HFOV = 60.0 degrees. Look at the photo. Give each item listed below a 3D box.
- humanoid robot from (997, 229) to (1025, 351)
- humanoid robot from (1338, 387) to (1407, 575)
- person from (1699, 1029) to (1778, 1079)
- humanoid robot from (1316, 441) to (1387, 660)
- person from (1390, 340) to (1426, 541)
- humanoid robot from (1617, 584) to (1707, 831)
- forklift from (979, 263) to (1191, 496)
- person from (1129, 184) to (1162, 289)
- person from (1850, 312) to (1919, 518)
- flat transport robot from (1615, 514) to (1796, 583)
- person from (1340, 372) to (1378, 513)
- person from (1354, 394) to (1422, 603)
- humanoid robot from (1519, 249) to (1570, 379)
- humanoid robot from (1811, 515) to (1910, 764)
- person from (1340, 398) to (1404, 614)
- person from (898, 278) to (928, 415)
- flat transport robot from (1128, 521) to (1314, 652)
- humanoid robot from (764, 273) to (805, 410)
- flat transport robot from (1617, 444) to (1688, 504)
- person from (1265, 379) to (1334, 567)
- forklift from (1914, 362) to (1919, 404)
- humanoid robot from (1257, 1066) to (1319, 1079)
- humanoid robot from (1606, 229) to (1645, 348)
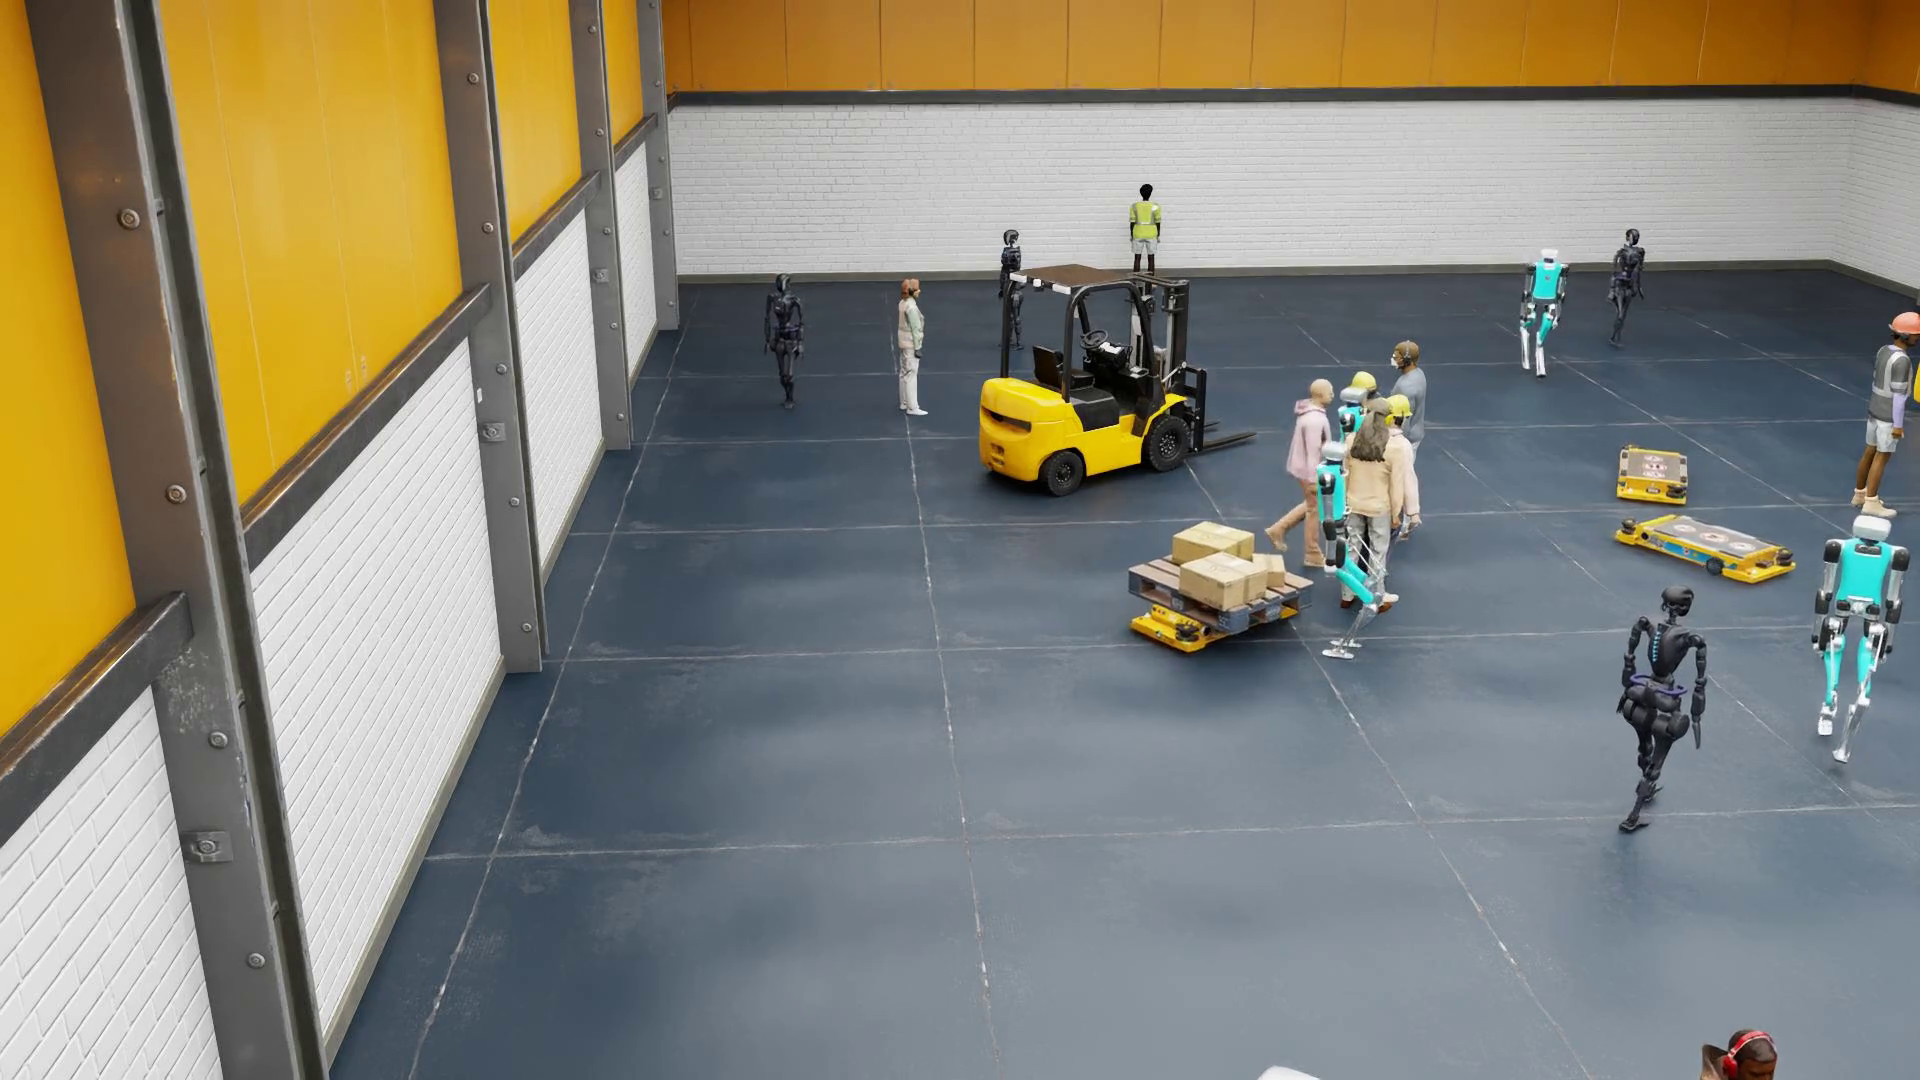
[{"bbox_3d":[0.717,-3.465,23.004,0.315,1.657,0.599,-8,22,-20],"label":"humanoid robot"},{"bbox_3d":[3.707,-0.451,14.767,0.803,1.783,0.547,8,22,20],"label":"humanoid robot"},{"bbox_3d":[2.975,2.600,6.550,0.456,1.644,0.309,-4,21,-11],"label":"person"},{"bbox_3d":[3.139,0.091,13.211,0.705,1.746,0.530,7,21,18],"label":"humanoid robot"},{"bbox_3d":[4.214,-0.945,15.801,0.368,1.931,0.628,7,21,19],"label":"person"},{"bbox_3d":[4.562,1.051,10.746,0.692,1.633,0.609,-14,24,-33],"label":"humanoid robot"},{"bbox_3d":[1.315,-1.764,17.646,2.313,2.155,1.214,-14,24,-33],"label":"forklift"},{"bbox_3d":[2.997,-4.915,26.942,0.531,1.697,0.320,5,21,13],"label":"person"},{"bbox_3d":[9.191,-1.244,16.446,0.369,2.044,0.606,3,20,7],"label":"person"},{"bbox_3d":[6.925,0.055,15.476,0.659,0.231,1.431,-13,24,-31],"label":"flat transport robot"},{"bbox_3d":[3.684,-0.685,15.339,0.530,1.760,0.339,-9,22,-24],"label":"person"},{"bbox_3d":[3.606,-0.343,14.266,0.435,1.855,0.810,-12,23,-29],"label":"person"},{"bbox_3d":[7.484,-2.940,21.515,0.541,1.731,1.010,3,20,8],"label":"humanoid robot"},{"bbox_3d":[6.162,0.754,11.477,0.535,1.750,1.012,9,22,23],"label":"humanoid robot"},{"bbox_3d":[3.462,-0.284,14.073,0.554,1.876,0.393,15,25,35],"label":"person"},{"bbox_3d":[-0.592,-2.317,19.947,0.306,1.640,0.510,-7,21,-17],"label":"person"},{"bbox_3d":[2.176,0.594,14.010,1.431,0.231,0.659,-15,25,-36],"label":"flat transport robot"},{"bbox_3d":[-2.134,-2.417,20.174,0.584,1.639,0.502,9,22,23],"label":"humanoid robot"},{"bbox_3d":[7.289,-0.691,17.510,0.659,0.231,1.431,8,22,20],"label":"flat transport robot"},{"bbox_3d":[3.158,-0.608,15.106,0.570,1.766,0.544,3,20,9],"label":"person"},{"bbox_3d":[12.602,-2.435,19.475,2.313,2.155,1.214,-1,20,-4],"label":"forklift"},{"bbox_3d":[1.301,2.659,6.340,0.556,1.839,0.881,10,23,26],"label":"humanoid robot"},{"bbox_3d":[9.299,-3.510,23.163,0.589,1.642,0.554,-8,22,-22],"label":"humanoid robot"}]
